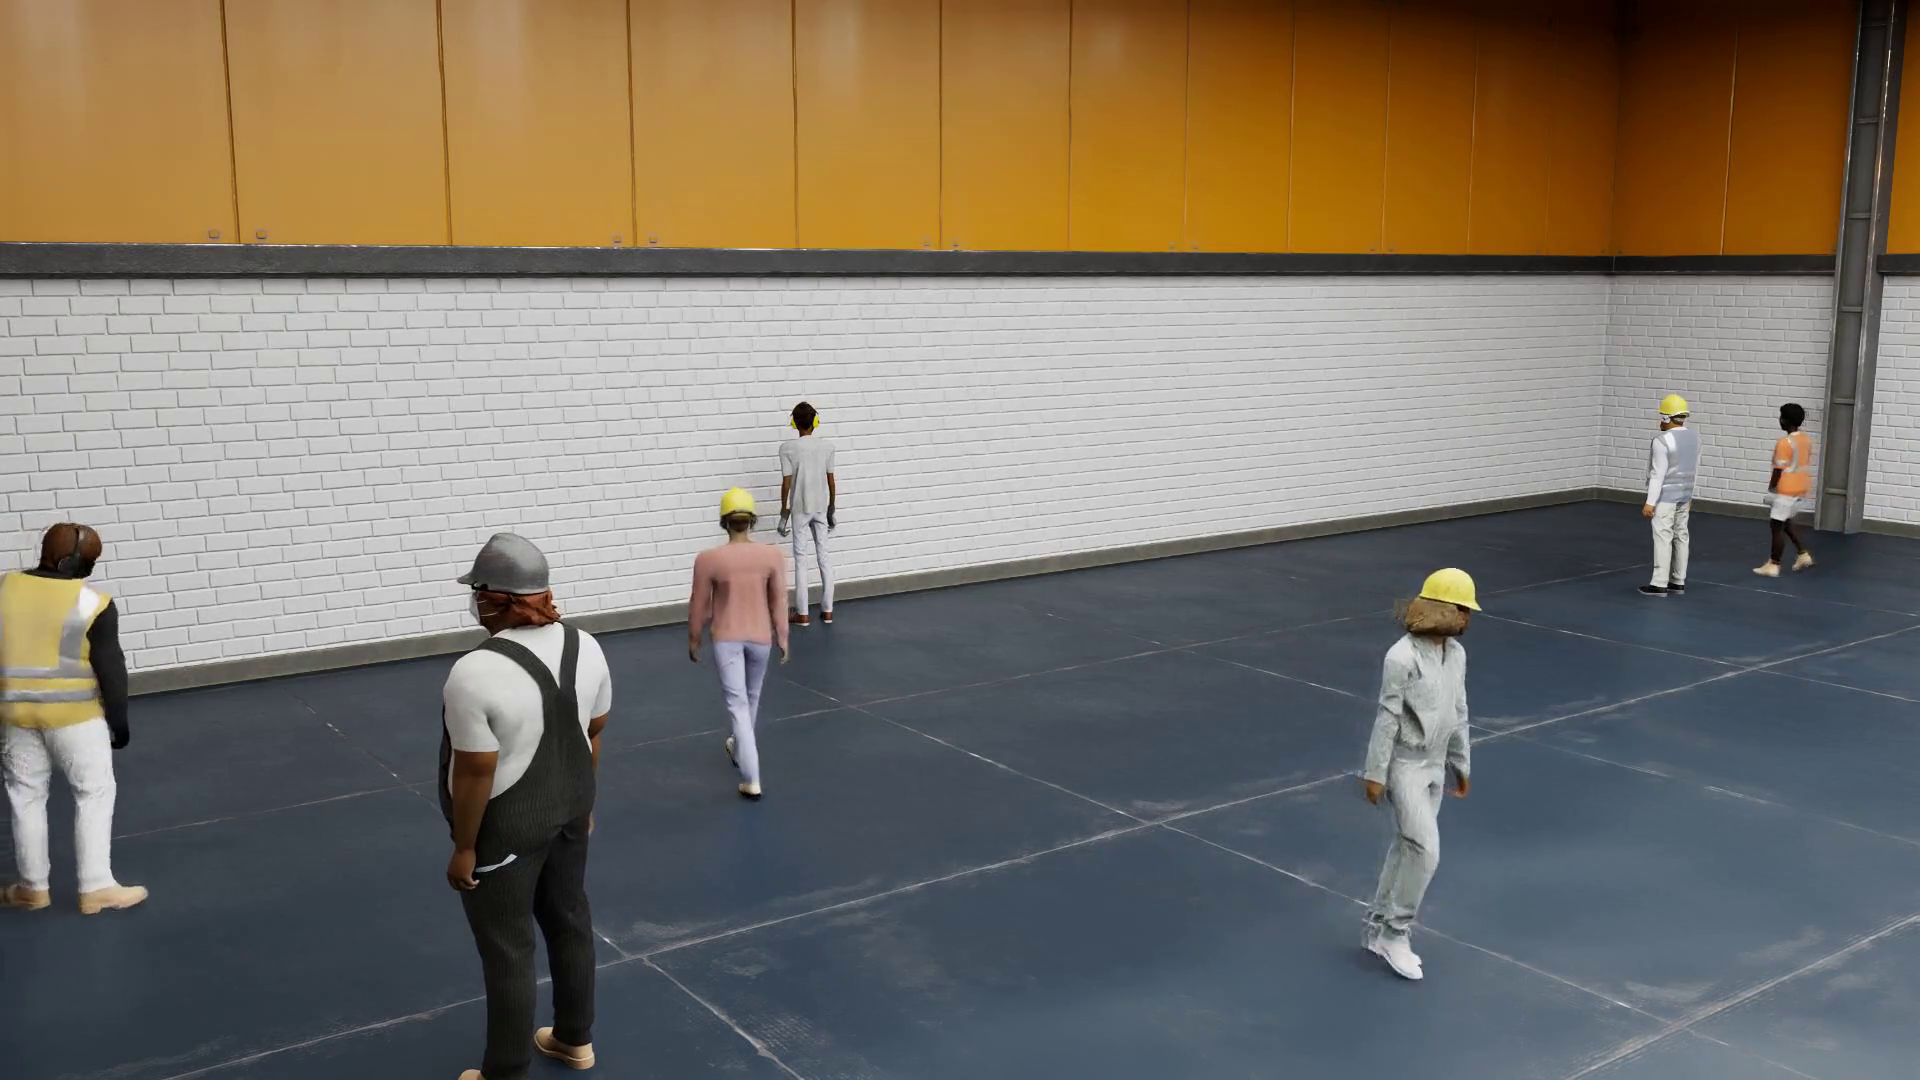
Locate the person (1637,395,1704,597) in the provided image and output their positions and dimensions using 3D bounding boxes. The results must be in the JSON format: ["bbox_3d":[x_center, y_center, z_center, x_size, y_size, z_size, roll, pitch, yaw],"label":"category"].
[{"bbox_3d":[6.426,-0.400,15.086,0.588,1.835,0.403,-5,11,-29],"label":"person"}]

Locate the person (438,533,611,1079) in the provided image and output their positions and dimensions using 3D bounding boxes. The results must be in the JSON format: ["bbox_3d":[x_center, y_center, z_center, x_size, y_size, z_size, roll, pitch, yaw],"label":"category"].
[{"bbox_3d":[-1.601,0.978,5.954,0.539,2.000,0.688,5,11,30],"label":"person"}]

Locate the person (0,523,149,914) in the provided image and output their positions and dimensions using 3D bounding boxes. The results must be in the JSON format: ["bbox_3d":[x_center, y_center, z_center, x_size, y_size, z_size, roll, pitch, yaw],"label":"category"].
[{"bbox_3d":[-4.176,0.821,7.663,0.696,1.808,0.432,-1,9,-4],"label":"person"}]

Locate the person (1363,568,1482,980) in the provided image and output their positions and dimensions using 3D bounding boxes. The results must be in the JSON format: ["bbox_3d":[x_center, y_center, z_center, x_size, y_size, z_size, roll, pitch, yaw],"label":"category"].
[{"bbox_3d":[1.954,0.968,6.978,0.514,1.713,0.521,-7,12,-38],"label":"person"}]

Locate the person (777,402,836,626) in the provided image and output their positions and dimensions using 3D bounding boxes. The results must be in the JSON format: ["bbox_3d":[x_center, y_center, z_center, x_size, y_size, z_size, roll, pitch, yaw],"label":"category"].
[{"bbox_3d":[-1.279,-0.215,13.866,0.521,1.864,0.335,-4,10,-25],"label":"person"}]

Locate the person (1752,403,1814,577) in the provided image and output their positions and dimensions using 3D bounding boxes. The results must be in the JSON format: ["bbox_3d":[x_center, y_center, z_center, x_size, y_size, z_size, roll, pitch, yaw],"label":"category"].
[{"bbox_3d":[7.938,-0.474,15.989,0.541,1.691,0.422,-8,12,-42],"label":"person"}]

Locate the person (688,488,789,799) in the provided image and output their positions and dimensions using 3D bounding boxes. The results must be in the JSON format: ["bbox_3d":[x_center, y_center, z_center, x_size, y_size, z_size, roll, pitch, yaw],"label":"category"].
[{"bbox_3d":[-1.277,0.558,9.516,0.545,1.711,0.897,-4,10,-24],"label":"person"}]
